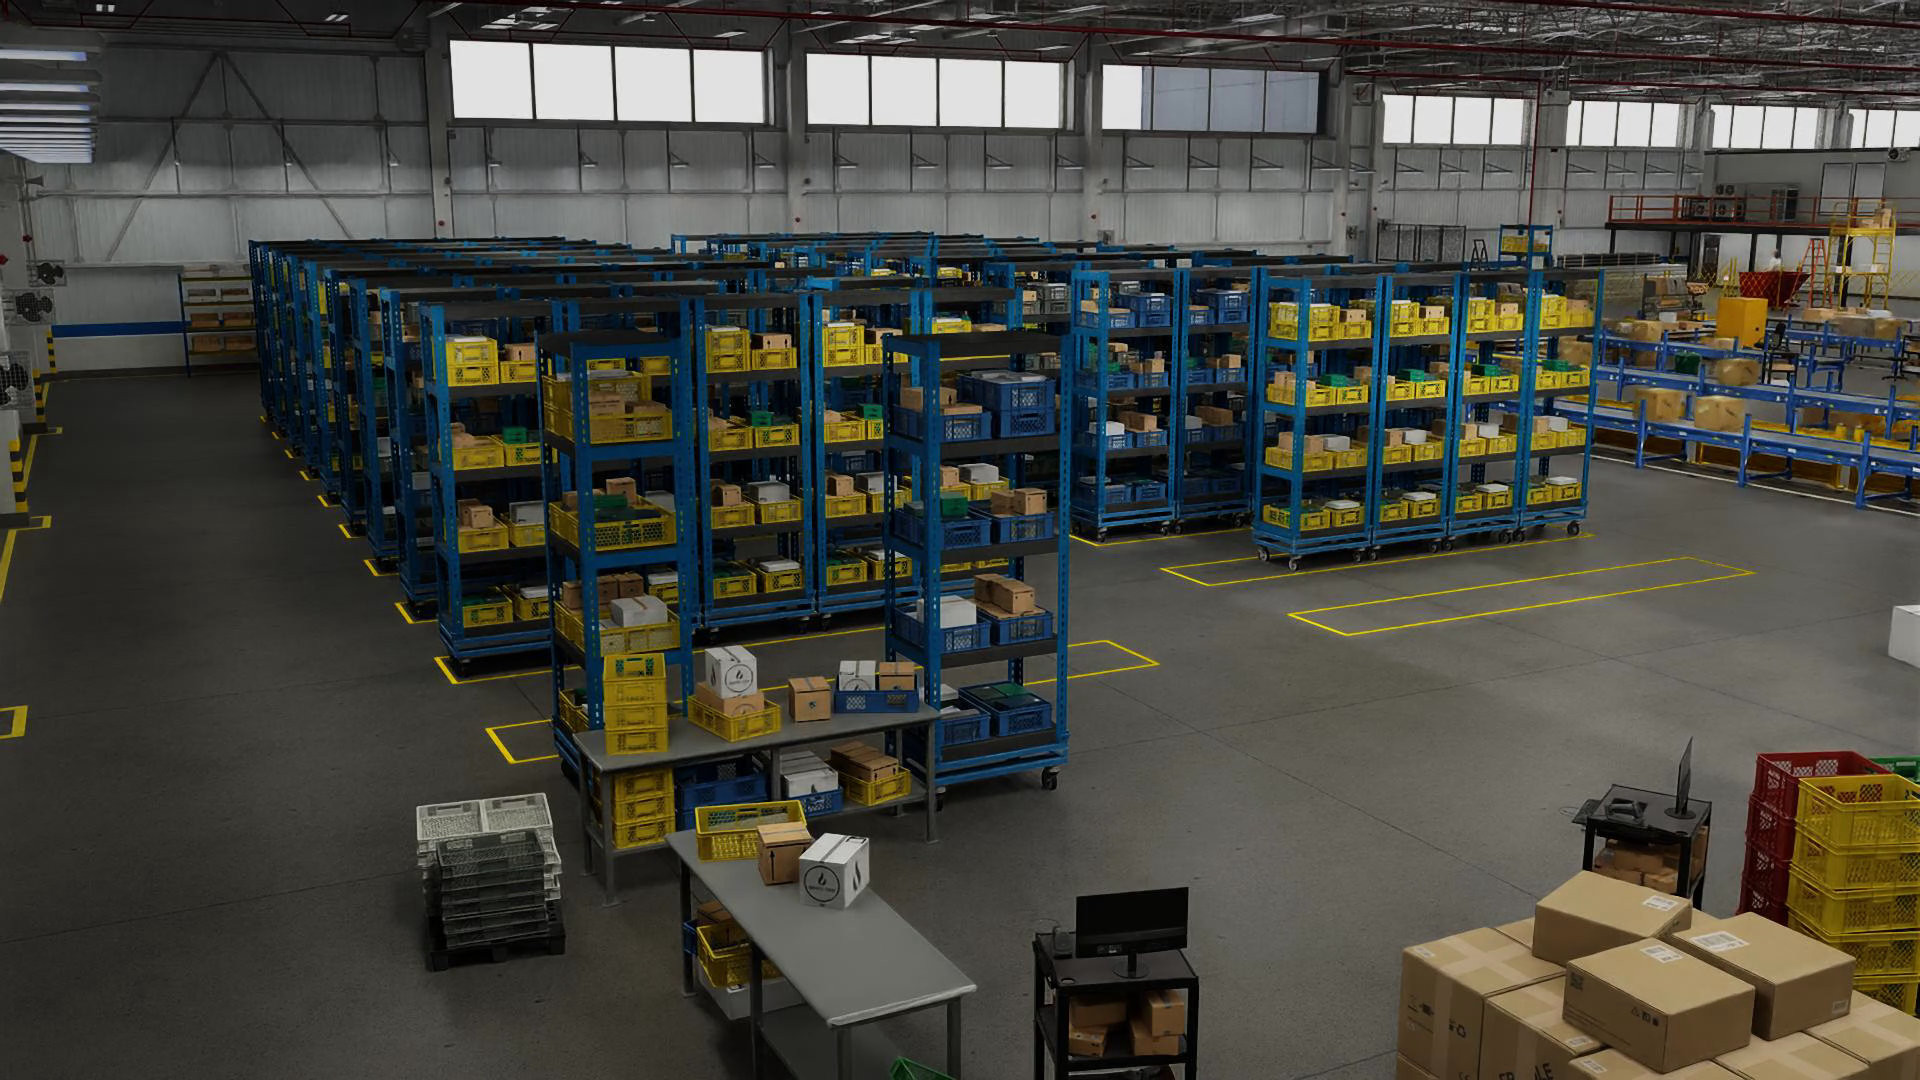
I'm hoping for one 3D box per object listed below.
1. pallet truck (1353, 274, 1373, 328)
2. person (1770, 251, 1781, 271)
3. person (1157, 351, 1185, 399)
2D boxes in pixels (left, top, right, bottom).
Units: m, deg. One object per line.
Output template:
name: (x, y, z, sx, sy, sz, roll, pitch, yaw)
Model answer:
pallet truck: (13.011, -8.050, 55.243, 0.823, 1.965, 1.885, -7, 14, -28)
person: (35.506, -11.678, 72.533, 0.596, 1.868, 0.724, -6, 13, -26)
person: (4.660, -4.066, 36.821, 0.651, 1.907, 0.409, -3, 12, -13)
